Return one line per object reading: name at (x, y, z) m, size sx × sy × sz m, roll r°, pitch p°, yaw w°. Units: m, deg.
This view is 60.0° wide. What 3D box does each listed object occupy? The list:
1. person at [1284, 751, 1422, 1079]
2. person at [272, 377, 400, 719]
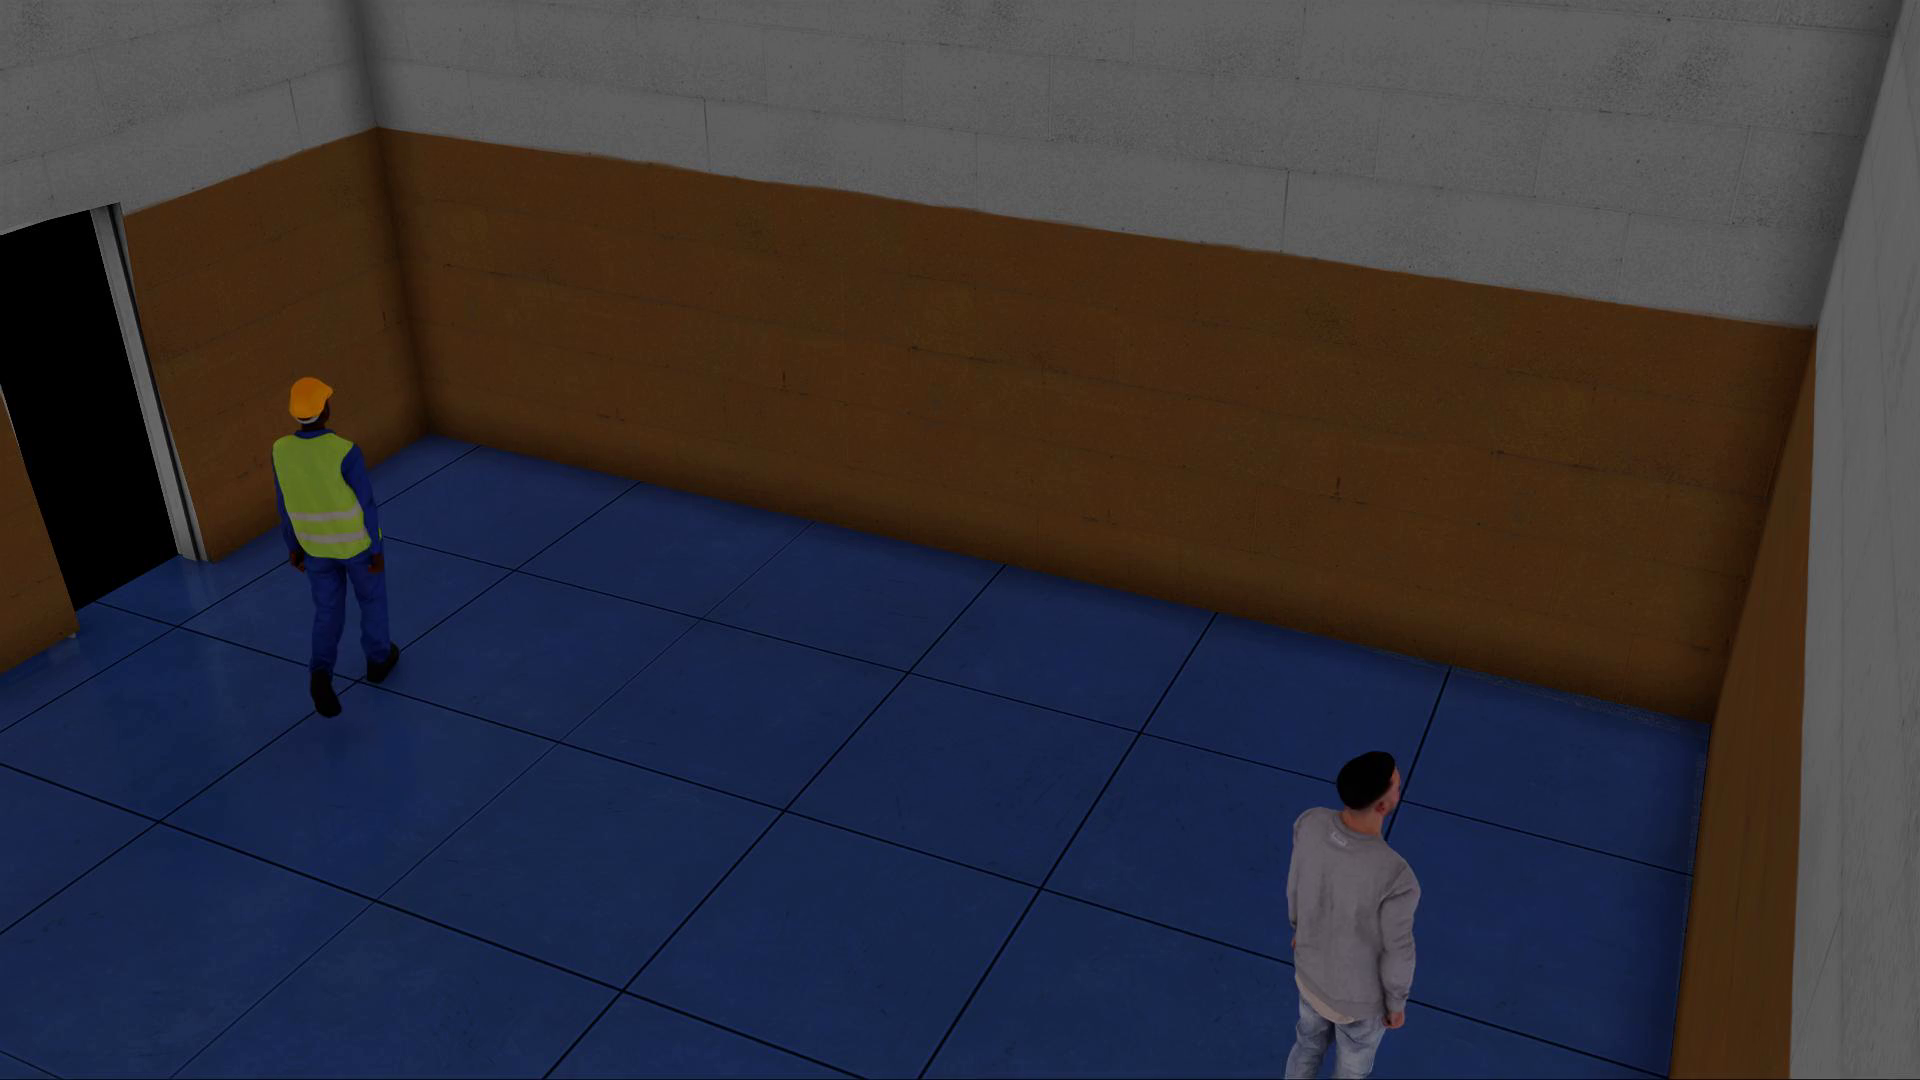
person at (1.333, 1.480, 5.749) m, size 0.827 × 1.841 × 0.688 m, roll -19°, pitch 34°, yaw -31°
person at (-3.180, 0.053, 8.411) m, size 1.104 × 1.795 × 0.998 m, roll 1°, pitch 29°, yaw 1°
